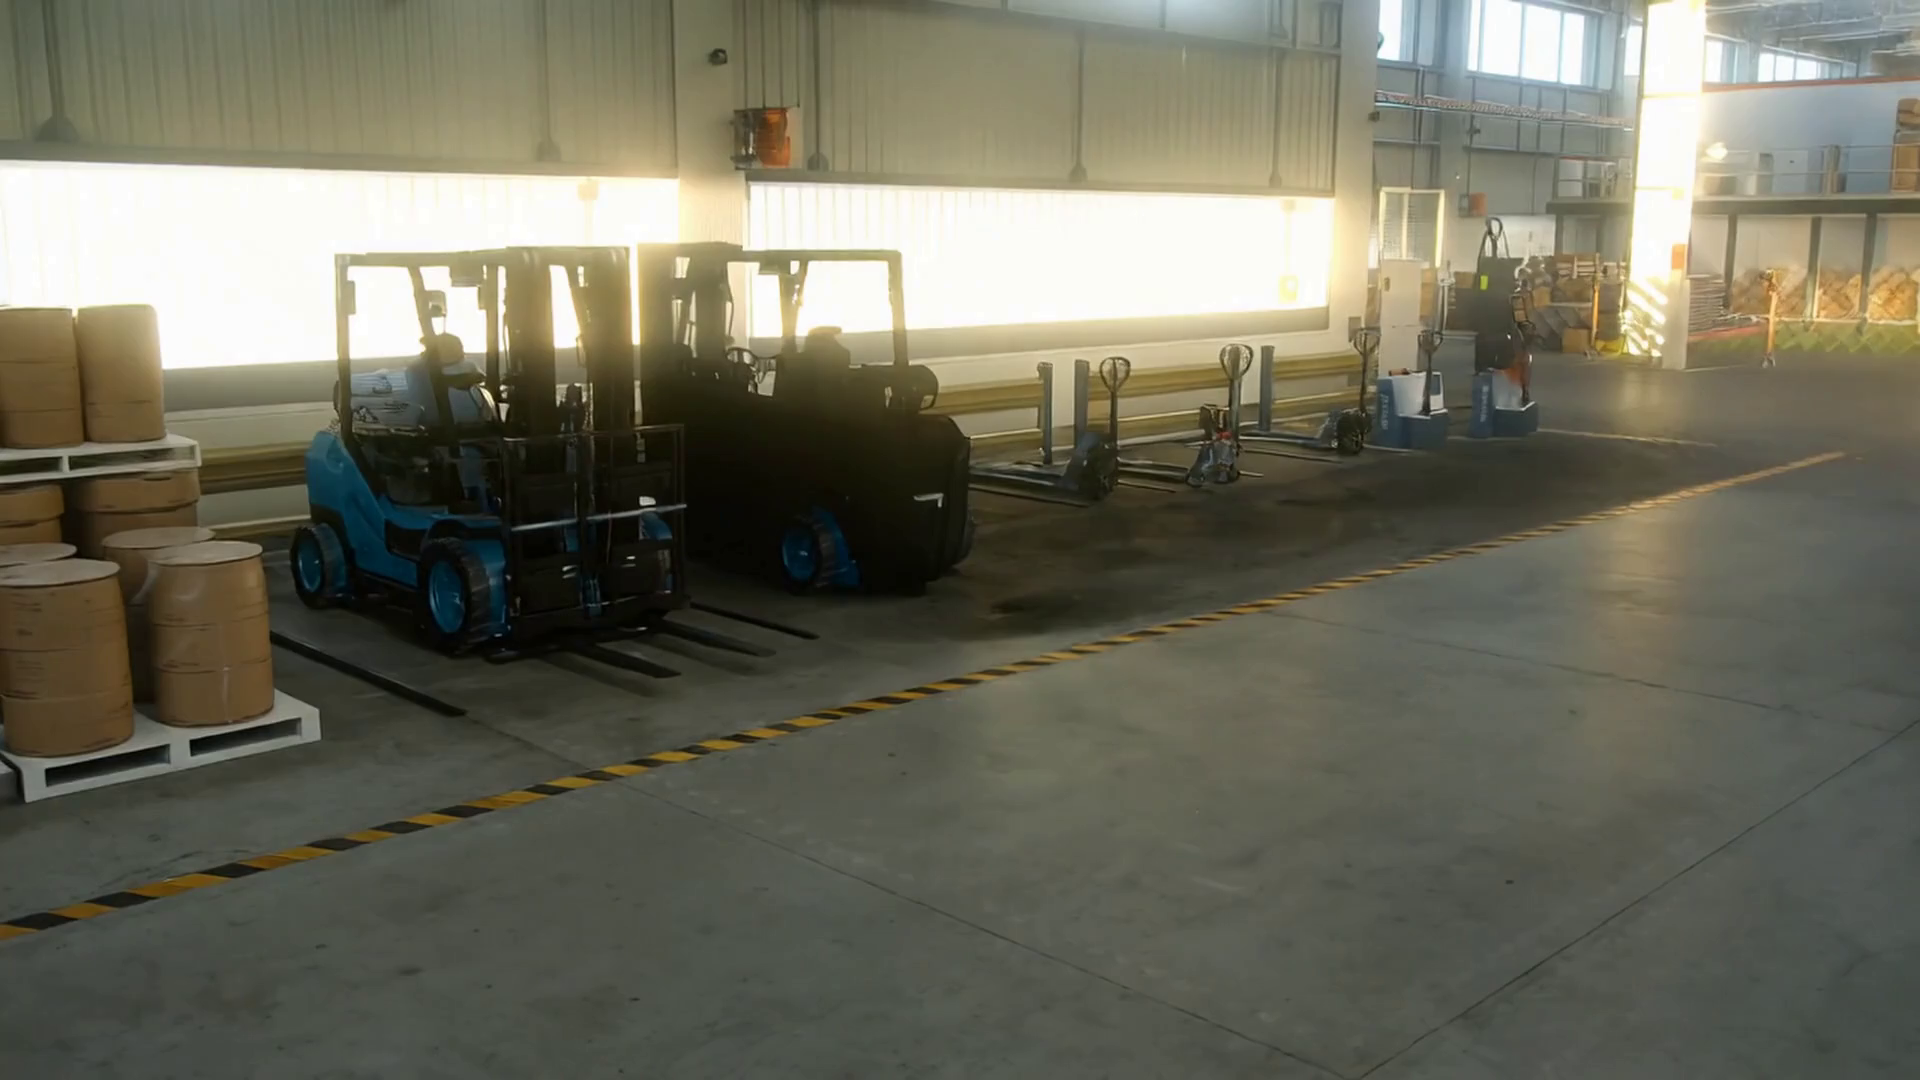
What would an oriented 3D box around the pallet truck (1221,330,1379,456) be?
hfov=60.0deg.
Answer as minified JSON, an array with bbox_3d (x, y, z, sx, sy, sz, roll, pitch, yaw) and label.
[{"bbox_3d":[3.563,-1.581,17.381,0.653,1.274,1.630,-10,14,-44],"label":"pallet truck"}]

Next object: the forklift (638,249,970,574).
[{"bbox_3d":[-1.173,-0.958,11.239,2.680,1.987,1.157,10,14,43],"label":"forklift"}]

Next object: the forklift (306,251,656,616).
[{"bbox_3d":[-2.833,-0.669,9.694,1.157,1.987,2.680,-10,14,-44],"label":"forklift"}]

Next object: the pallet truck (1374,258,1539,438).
[{"bbox_3d":[5.704,-2.208,18.901,1.885,1.965,0.823,10,14,43],"label":"pallet truck"}]

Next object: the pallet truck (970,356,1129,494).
[{"bbox_3d":[0.784,-1.085,14.876,0.680,1.201,1.601,-10,14,-44],"label":"pallet truck"}]

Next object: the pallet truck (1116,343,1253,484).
[{"bbox_3d":[1.962,-1.215,15.415,1.522,1.261,0.704,10,14,43],"label":"pallet truck"}]

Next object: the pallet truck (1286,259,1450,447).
[{"bbox_3d":[4.493,-2.078,18.196,0.823,1.965,1.885,-9,14,-40],"label":"pallet truck"}]
